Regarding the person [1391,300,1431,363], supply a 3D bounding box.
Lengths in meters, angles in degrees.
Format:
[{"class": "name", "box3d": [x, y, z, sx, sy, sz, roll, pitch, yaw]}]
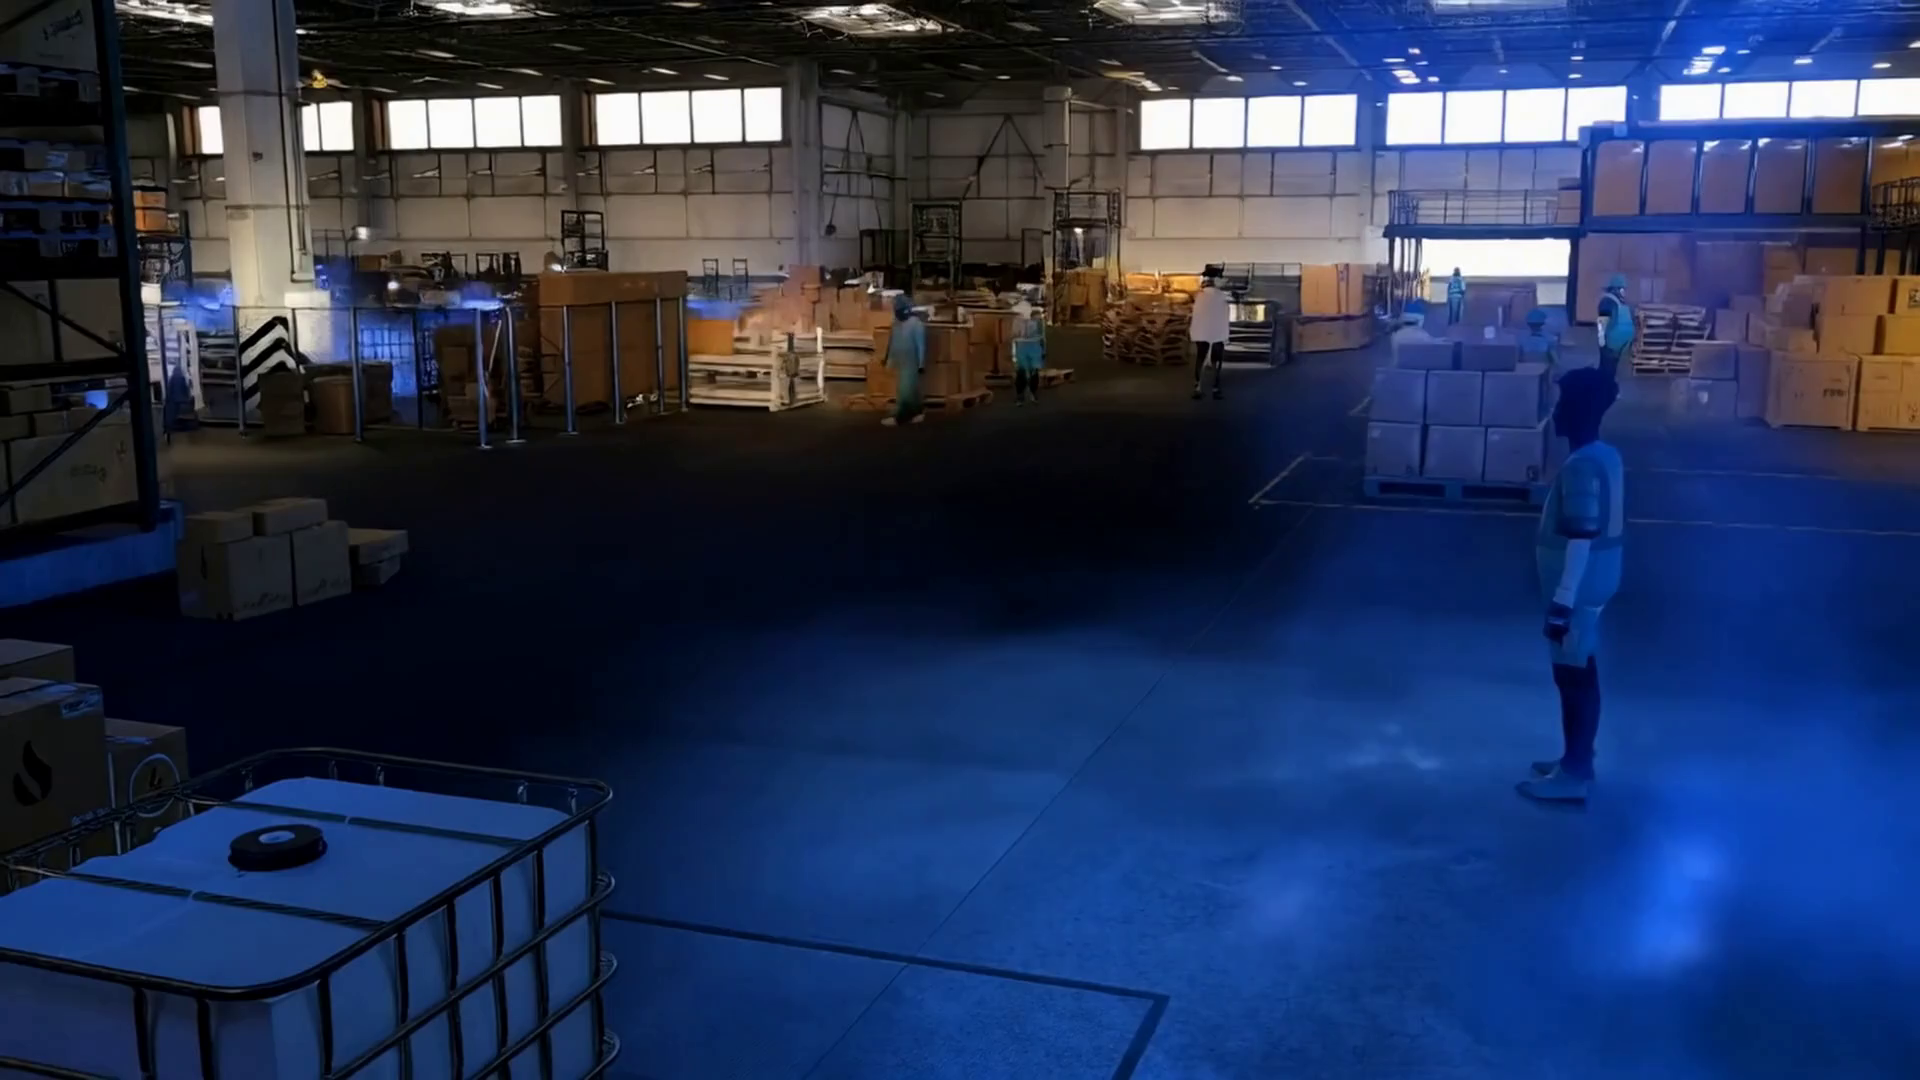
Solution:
[{"class": "person", "box3d": [5.070, -1.774, 18.884, 0.997, 1.889, 0.561, -7, 12, -35]}]

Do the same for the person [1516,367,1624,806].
[{"class": "person", "box3d": [2.766, 0.206, 7.483, 0.362, 1.965, 0.612, 6, 12, 31]}]

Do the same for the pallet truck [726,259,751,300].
[{"class": "pallet truck", "box3d": [-7.986, -9.493, 62.019, 0.823, 1.965, 1.885, 3, 11, 17]}]

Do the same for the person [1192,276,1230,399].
[{"class": "person", "box3d": [4.067, -3.270, 26.979, 0.612, 1.994, 0.394, 1, 10, 6]}]

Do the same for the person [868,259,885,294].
[{"class": "person", "box3d": [-2.642, -7.731, 51.971, 0.607, 2.044, 0.375, -8, 13, -37]}]

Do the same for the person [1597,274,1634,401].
[{"class": "person", "box3d": [10.556, -3.256, 26.775, 0.536, 2.000, 0.676, 9, 13, 40]}]

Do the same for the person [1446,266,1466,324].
[{"class": "person", "box3d": [14.973, -7.326, 50.184, 0.596, 1.866, 0.573, 3, 11, 18]}]

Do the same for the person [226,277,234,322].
[{"class": "person", "box3d": [-18.869, -6.070, 43.445, 0.526, 1.743, 0.735, -1, 10, -6]}]

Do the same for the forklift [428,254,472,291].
[{"class": "forklift", "box3d": [-20.133, -10.254, 65.465, 1.157, 1.987, 2.680, 3, 11, 19]}]

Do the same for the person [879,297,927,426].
[{"class": "person", "box3d": [-0.784, -2.484, 23.177, 0.947, 1.781, 0.614, -9, 14, -42]}]

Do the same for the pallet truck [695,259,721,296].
[{"class": "pallet truck", "box3d": [-9.165, -9.627, 62.776, 0.823, 1.965, 1.885, 4, 11, 23]}]

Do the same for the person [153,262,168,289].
[{"class": "person", "box3d": [-27.655, -8.632, 57.450, 0.652, 1.898, 0.402, 6, 12, 29]}]

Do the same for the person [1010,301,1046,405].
[{"class": "person", "box3d": [1.066, -2.944, 26.168, 0.584, 1.633, 0.910, 2, 10, 9]}]

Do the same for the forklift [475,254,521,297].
[{"class": "forklift", "box3d": [-17.990, -10.121, 64.684, 1.157, 1.987, 2.680, 3, 11, 17]}]

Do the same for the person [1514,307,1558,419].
[{"class": "person", "box3d": [6.864, -1.902, 19.944, 0.522, 1.761, 0.321, 5, 11, 28]}]

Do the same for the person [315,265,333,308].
[{"class": "person", "box3d": [-22.482, -8.787, 58.647, 0.932, 1.789, 0.608, -7, 12, -34]}]
